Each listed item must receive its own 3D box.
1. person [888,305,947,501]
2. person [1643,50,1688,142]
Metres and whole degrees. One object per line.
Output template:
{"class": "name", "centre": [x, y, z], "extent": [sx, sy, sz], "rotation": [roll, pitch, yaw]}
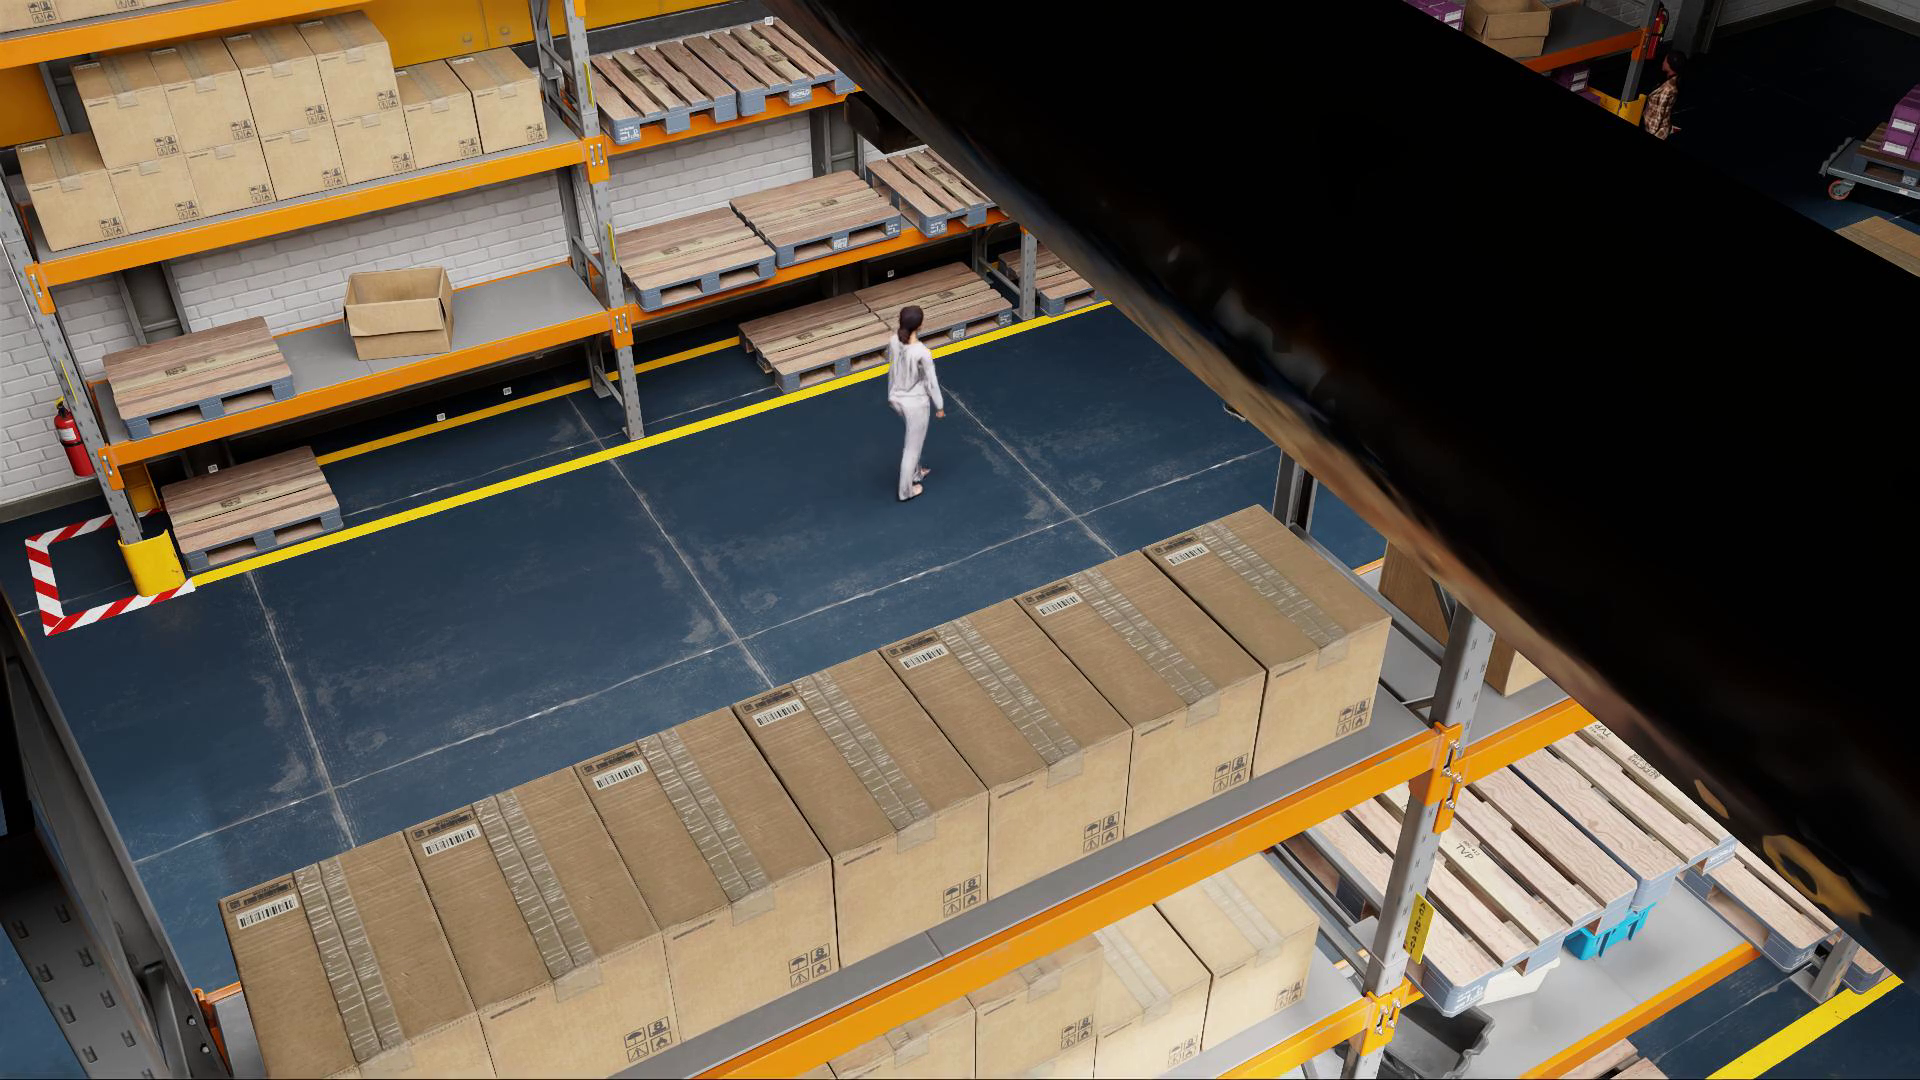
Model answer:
{"class": "person", "centre": [-0.446, -1.049, 13.248], "extent": [0.711, 1.757, 0.761], "rotation": [30, 47, 32]}
{"class": "person", "centre": [7.174, -4.186, 17.146], "extent": [0.731, 1.795, 0.625], "rotation": [23, 44, 26]}
